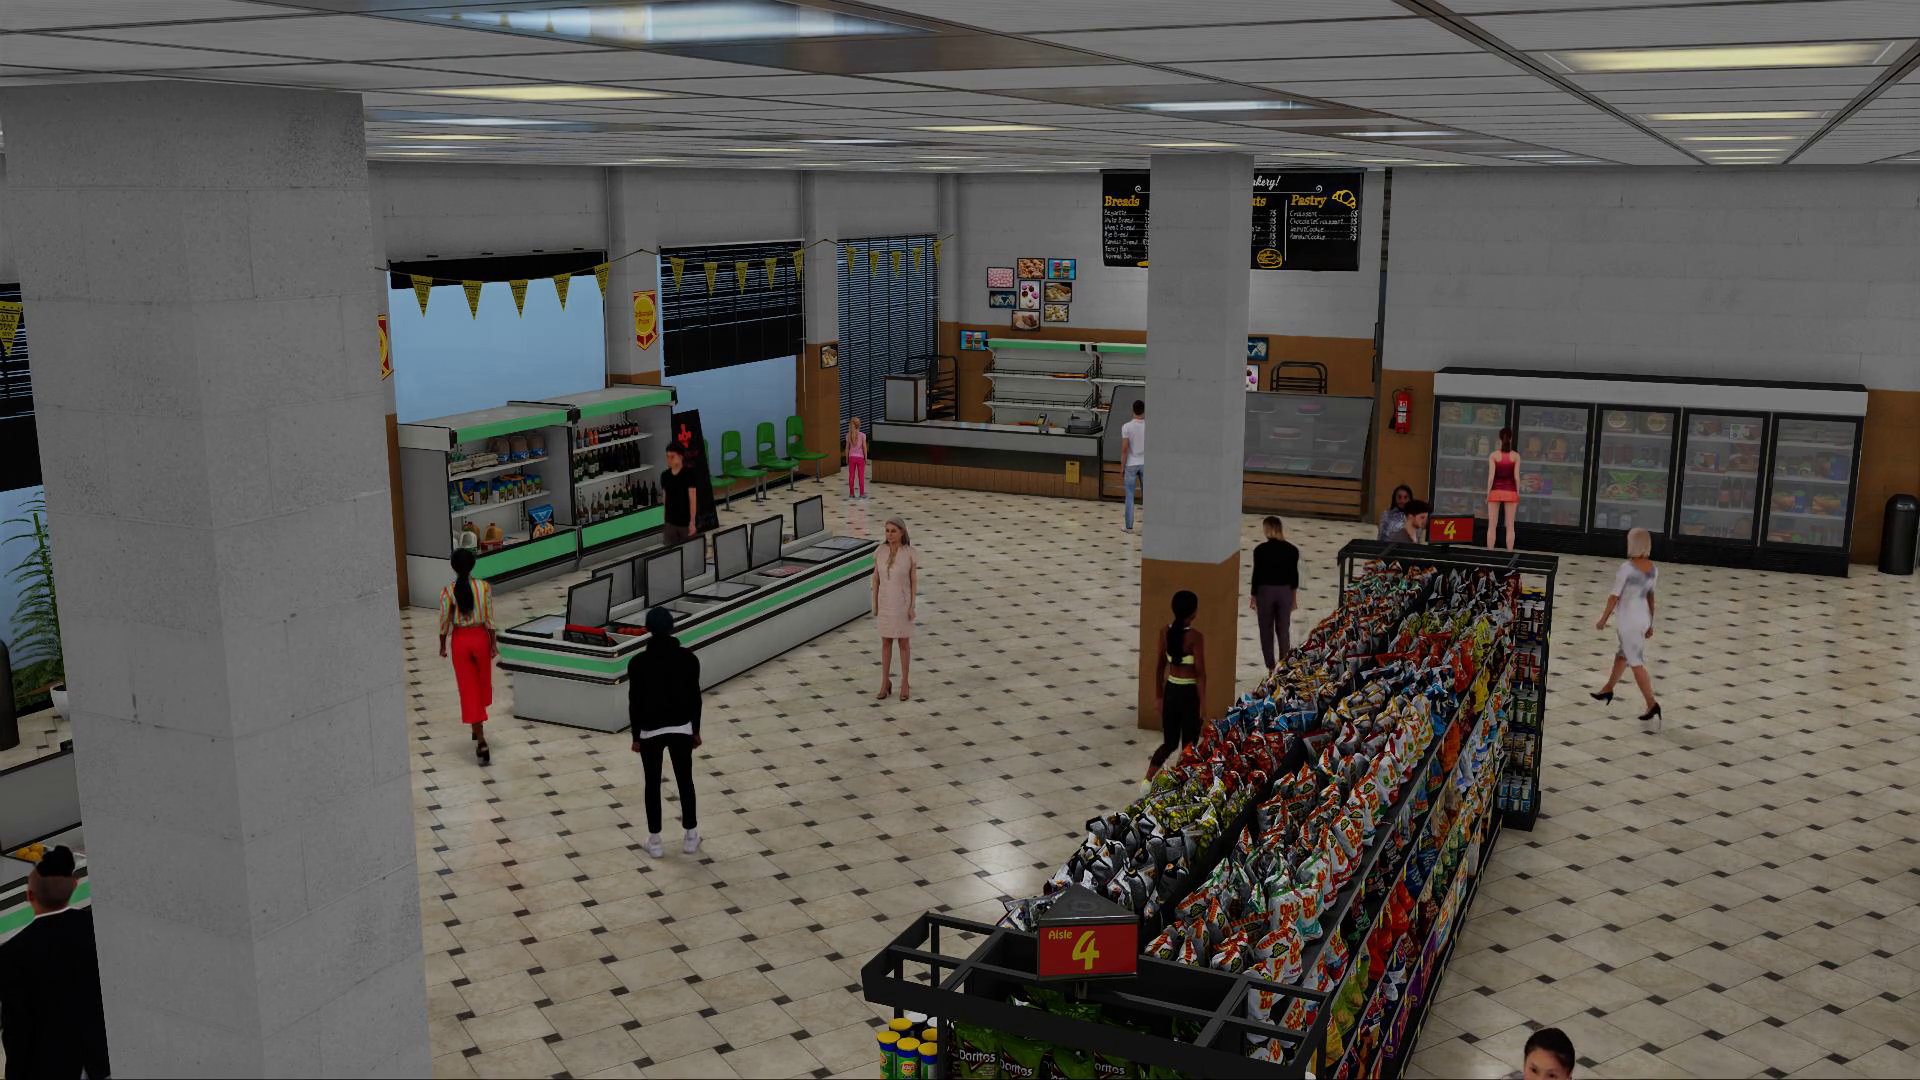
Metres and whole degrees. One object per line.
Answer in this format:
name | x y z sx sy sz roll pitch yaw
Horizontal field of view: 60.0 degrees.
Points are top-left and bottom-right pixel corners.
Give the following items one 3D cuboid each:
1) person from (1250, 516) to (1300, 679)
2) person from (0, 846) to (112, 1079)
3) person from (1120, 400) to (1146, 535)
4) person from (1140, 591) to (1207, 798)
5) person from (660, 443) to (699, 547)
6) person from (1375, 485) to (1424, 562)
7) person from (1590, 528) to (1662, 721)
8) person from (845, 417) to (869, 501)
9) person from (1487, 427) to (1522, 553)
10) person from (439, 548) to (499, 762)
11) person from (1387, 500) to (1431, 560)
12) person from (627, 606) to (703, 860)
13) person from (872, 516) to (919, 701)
person | 3.011 0.616 15.818 0.765 1.648 0.835 -1 12 -4
person | -3.896 2.255 7.310 0.811 1.948 0.613 9 15 36
person | 2.473 -1.022 23.106 0.722 1.851 0.744 -2 12 -11
person | 1.629 1.255 12.567 0.715 1.739 0.974 10 15 39
person | -3.171 -0.204 19.273 0.732 1.830 1.195 4 13 20
person | 4.574 0.261 17.373 0.770 1.702 1.008 2 12 11
person | 6.071 0.789 14.859 1.095 1.706 1.079 -6 13 -26
person | -1.601 -1.265 25.669 0.540 1.271 0.555 2 12 10
person | 6.916 -0.570 21.196 0.611 1.754 0.618 3 12 13
person | -4.045 0.981 13.817 1.030 1.758 1.029 -6 13 -26
person | 4.021 0.547 15.646 0.780 1.854 1.114 6 13 27
person | -2.105 1.358 11.884 0.751 1.817 0.796 -4 12 -16
person | -0.610 0.632 15.532 0.636 1.736 0.601 3 12 14
